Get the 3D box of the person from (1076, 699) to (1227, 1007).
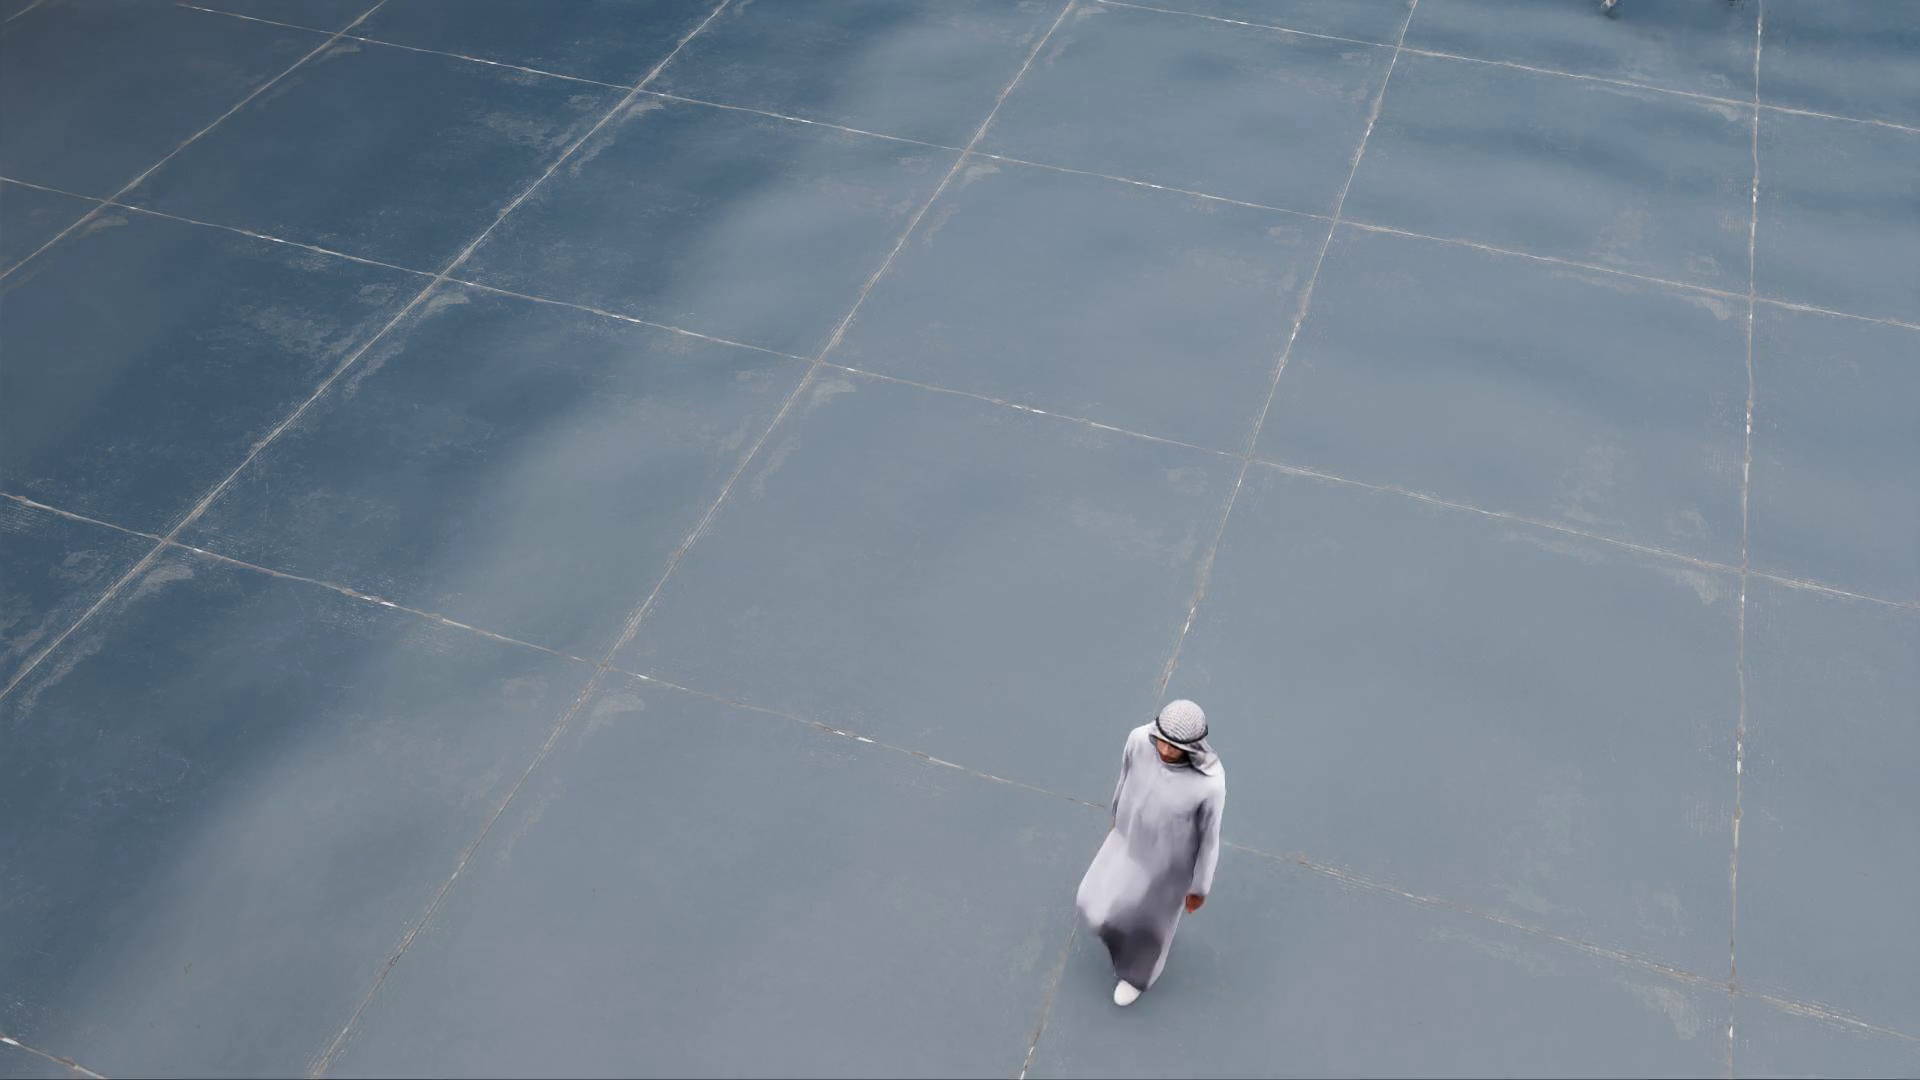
[{"bbox_3d":[0.906,1.305,7.268,0.822,1.919,0.907,29,50,28],"label":"person"}]
